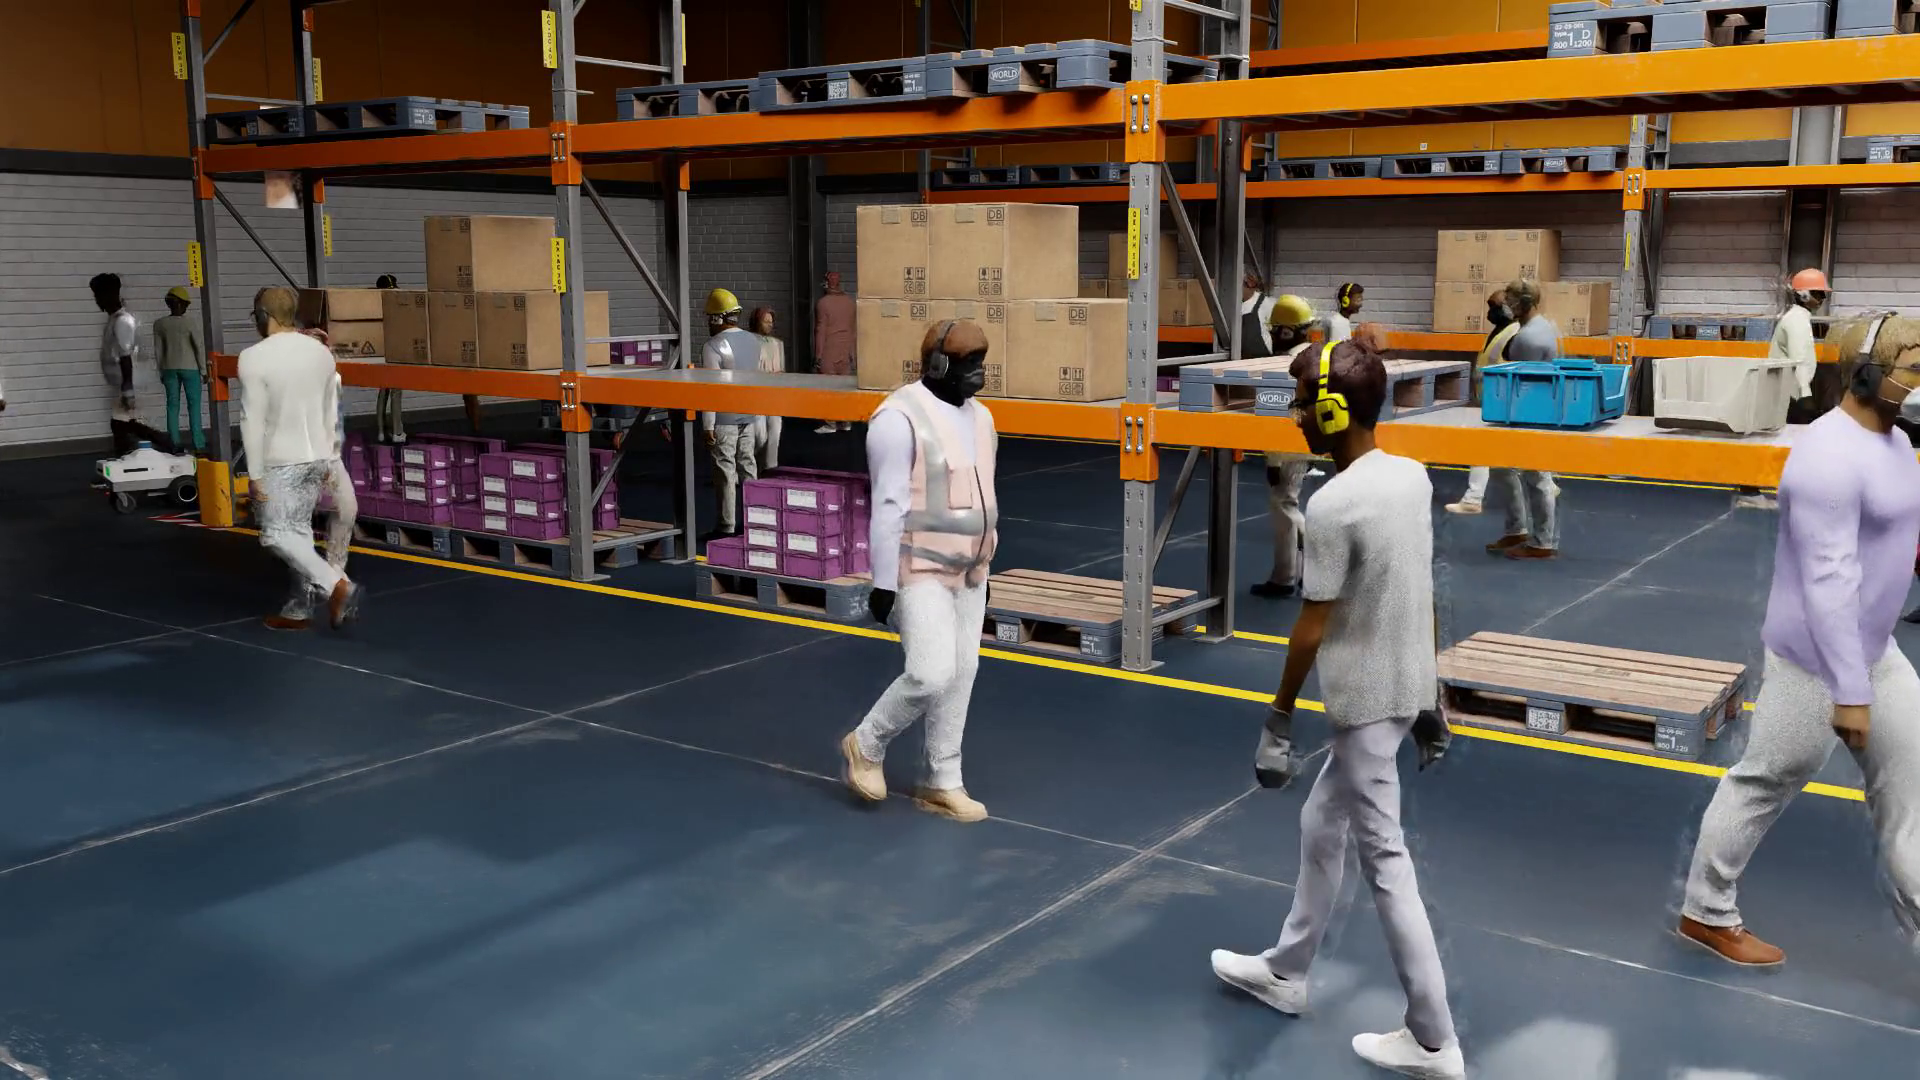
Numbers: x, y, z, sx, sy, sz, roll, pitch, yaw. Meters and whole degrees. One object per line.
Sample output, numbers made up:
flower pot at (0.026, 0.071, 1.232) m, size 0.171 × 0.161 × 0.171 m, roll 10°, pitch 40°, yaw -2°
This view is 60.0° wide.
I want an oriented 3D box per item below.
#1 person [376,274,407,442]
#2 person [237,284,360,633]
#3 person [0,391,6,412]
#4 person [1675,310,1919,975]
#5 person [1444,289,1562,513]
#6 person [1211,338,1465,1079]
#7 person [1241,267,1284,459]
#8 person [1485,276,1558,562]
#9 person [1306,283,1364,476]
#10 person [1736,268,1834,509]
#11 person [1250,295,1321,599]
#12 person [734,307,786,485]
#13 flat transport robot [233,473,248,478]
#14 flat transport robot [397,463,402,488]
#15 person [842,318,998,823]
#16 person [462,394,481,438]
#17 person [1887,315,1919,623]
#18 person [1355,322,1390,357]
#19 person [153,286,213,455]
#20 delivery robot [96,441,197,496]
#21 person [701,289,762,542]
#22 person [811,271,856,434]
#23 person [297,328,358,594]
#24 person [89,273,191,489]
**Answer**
person at (-6.367, -2.023, 18.594) m, size 0.532 × 1.870 × 0.314 m, roll 6°, pitch 11°, yaw 30°
person at (-3.513, -0.403, 8.863) m, size 0.683 × 1.909 × 0.634 m, roll 4°, pitch 10°, yaw 23°
person at (-7.972, -1.126, 13.263) m, size 0.579 × 1.869 × 0.472 m, roll 1°, pitch 10°, yaw 5°
person at (2.452, 0.340, 4.467) m, size 0.658 × 1.882 × 1.019 m, roll -8°, pitch 13°, yaw -41°
person at (4.402, -1.098, 13.293) m, size 0.897 × 1.809 × 0.614 m, roll 1°, pitch 10°, yaw 6°
person at (0.915, 0.418, 4.184) m, size 0.892 × 1.823 × 0.534 m, roll 8°, pitch 12°, yaw 38°
person at (2.947, -1.786, 16.677) m, size 0.867 × 2.000 × 0.537 m, roll 6°, pitch 11°, yaw 33°
person at (3.758, -0.801, 11.171) m, size 0.598 × 1.914 × 0.626 m, roll 3°, pitch 10°, yaw 16°
person at (3.558, -1.477, 15.526) m, size 0.871 × 1.809 × 0.550 m, roll 6°, pitch 11°, yaw 30°
person at (6.832, -1.199, 13.440) m, size 0.960 × 1.946 × 0.647 m, roll 5°, pitch 11°, yaw 28°
person at (1.963, -0.541, 9.899) m, size 0.413 × 1.822 × 0.614 m, roll 6°, pitch 11°, yaw 30°
person at (-1.755, -1.222, 14.558) m, size 0.479 × 1.624 × 0.519 m, roll 8°, pitch 12°, yaw 38°
flat transport robot at (-5.617, -0.467, 14.082) m, size 1.431 × 0.197 × 0.652 m, roll -4°, pitch 11°, yaw -25°
flat transport robot at (-4.413, -0.604, 14.899) m, size 1.431 × 0.197 × 0.652 m, roll -7°, pitch 12°, yaw -34°
person at (-0.101, 0.113, 6.010) m, size 0.498 × 1.822 × 0.641 m, roll 7°, pitch 12°, yaw 36°
person at (-5.257, -1.882, 17.614) m, size 0.576 × 1.912 × 0.693 m, roll 2°, pitch 10°, yaw 11°
person at (5.209, -0.402, 9.376) m, size 0.536 × 1.725 × 0.889 m, roll -5°, pitch 11°, yaw -29°
person at (2.923, -0.729, 11.679) m, size 0.751 × 1.604 × 0.504 m, roll 3°, pitch 10°, yaw 17°
person at (-8.097, -1.753, 17.326) m, size 0.524 × 1.760 × 0.327 m, roll 0°, pitch 10°, yaw 2°
delivery robot at (-6.622, -0.565, 13.542) m, size 0.707 × 0.478 × 0.477 m, roll -8°, pitch 12°, yaw -39°
person at (-1.665, -0.883, 11.951) m, size 0.403 × 1.827 × 0.588 m, roll 6°, pitch 11°, yaw 31°
person at (-1.507, -2.195, 19.513) m, size 0.406 × 1.906 × 0.654 m, roll 7°, pitch 12°, yaw 38°
person at (-3.879, -0.467, 10.054) m, size 0.490 × 1.618 × 0.520 m, roll 5°, pitch 11°, yaw 29°
person at (-7.364, -1.415, 14.826) m, size 0.747 × 1.928 × 0.627 m, roll -5°, pitch 11°, yaw -28°
